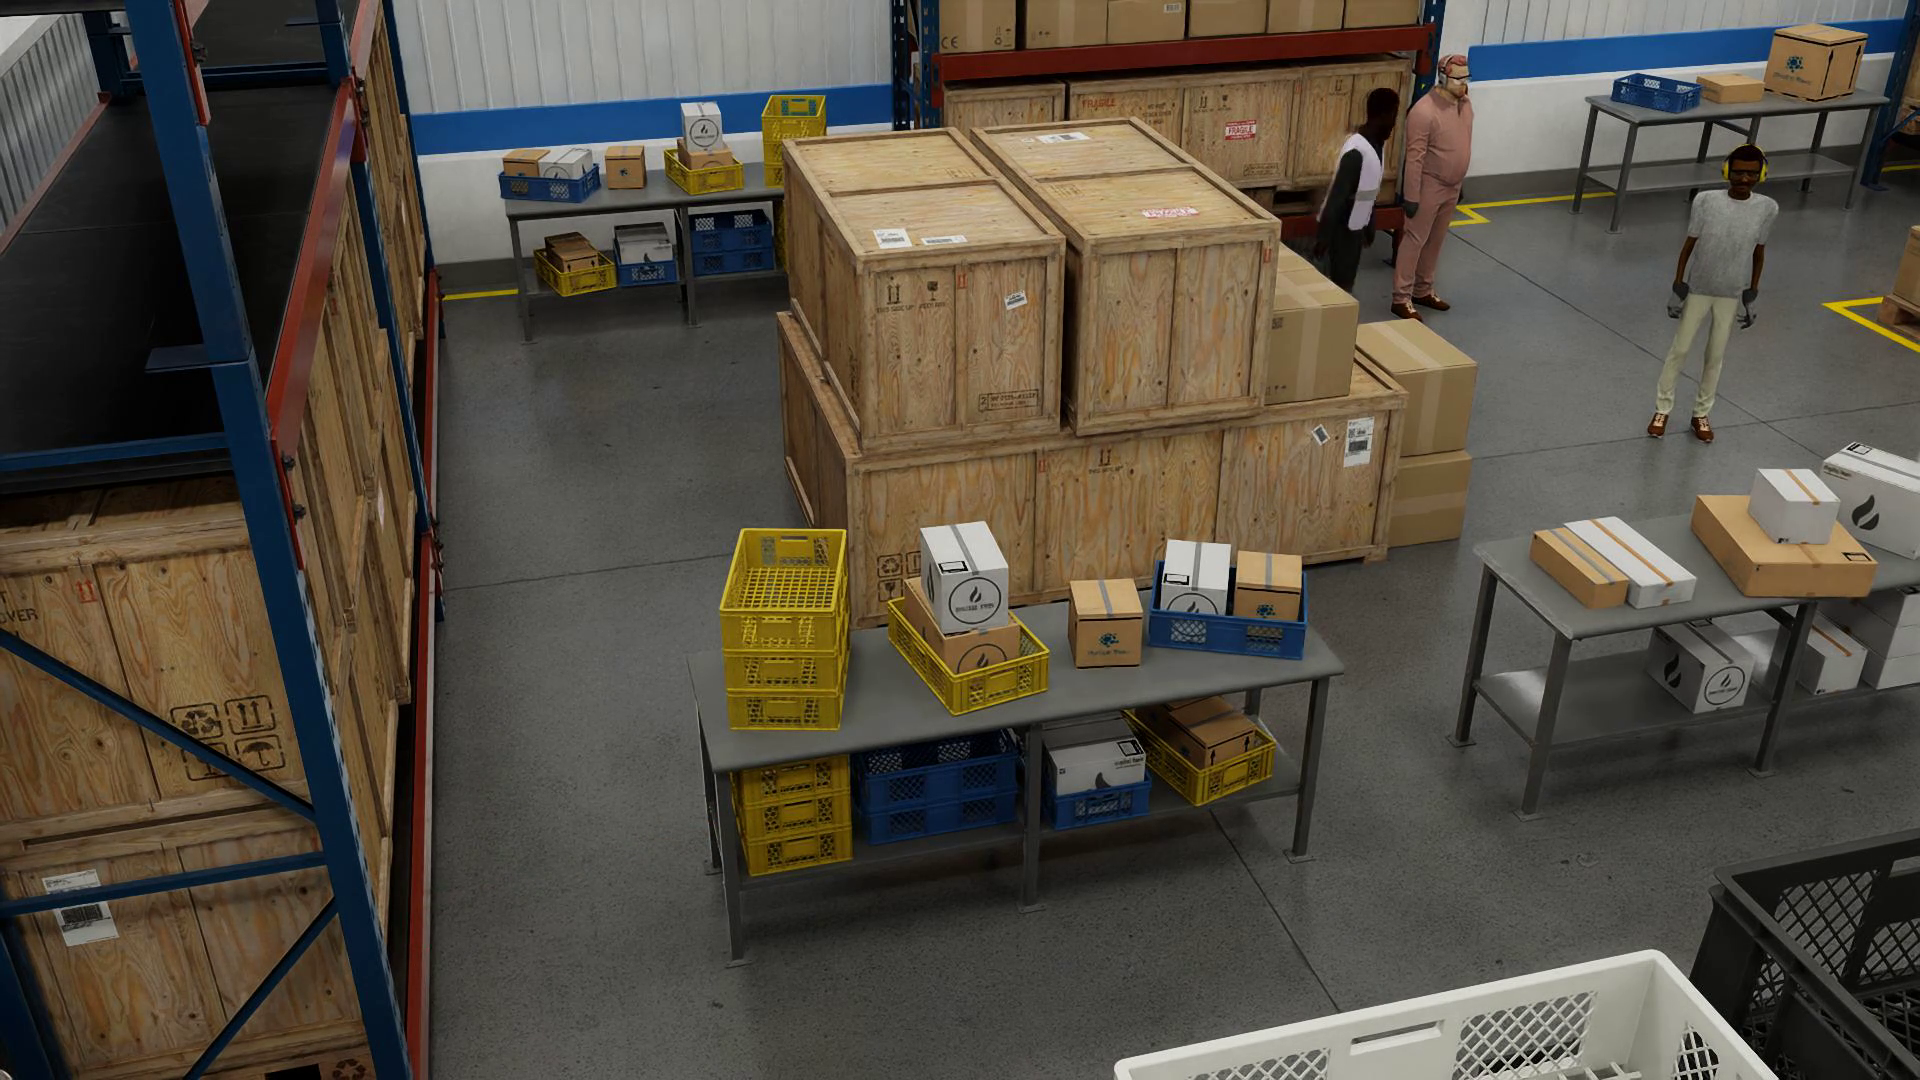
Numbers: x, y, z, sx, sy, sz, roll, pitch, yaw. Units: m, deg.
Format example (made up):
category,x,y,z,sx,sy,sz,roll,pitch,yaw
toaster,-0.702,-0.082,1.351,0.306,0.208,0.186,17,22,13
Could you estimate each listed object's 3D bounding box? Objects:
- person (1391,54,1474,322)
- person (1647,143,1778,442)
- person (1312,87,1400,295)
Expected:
category,x,y,z,sx,sy,sz,roll,pitch,yaw
person,3.451,-2.544,12.023,0.652,1.906,0.405,-23,36,-36
person,4.615,-1.500,10.164,0.520,1.874,0.327,8,30,13
person,2.636,-2.118,11.280,0.458,1.875,0.623,13,31,22
